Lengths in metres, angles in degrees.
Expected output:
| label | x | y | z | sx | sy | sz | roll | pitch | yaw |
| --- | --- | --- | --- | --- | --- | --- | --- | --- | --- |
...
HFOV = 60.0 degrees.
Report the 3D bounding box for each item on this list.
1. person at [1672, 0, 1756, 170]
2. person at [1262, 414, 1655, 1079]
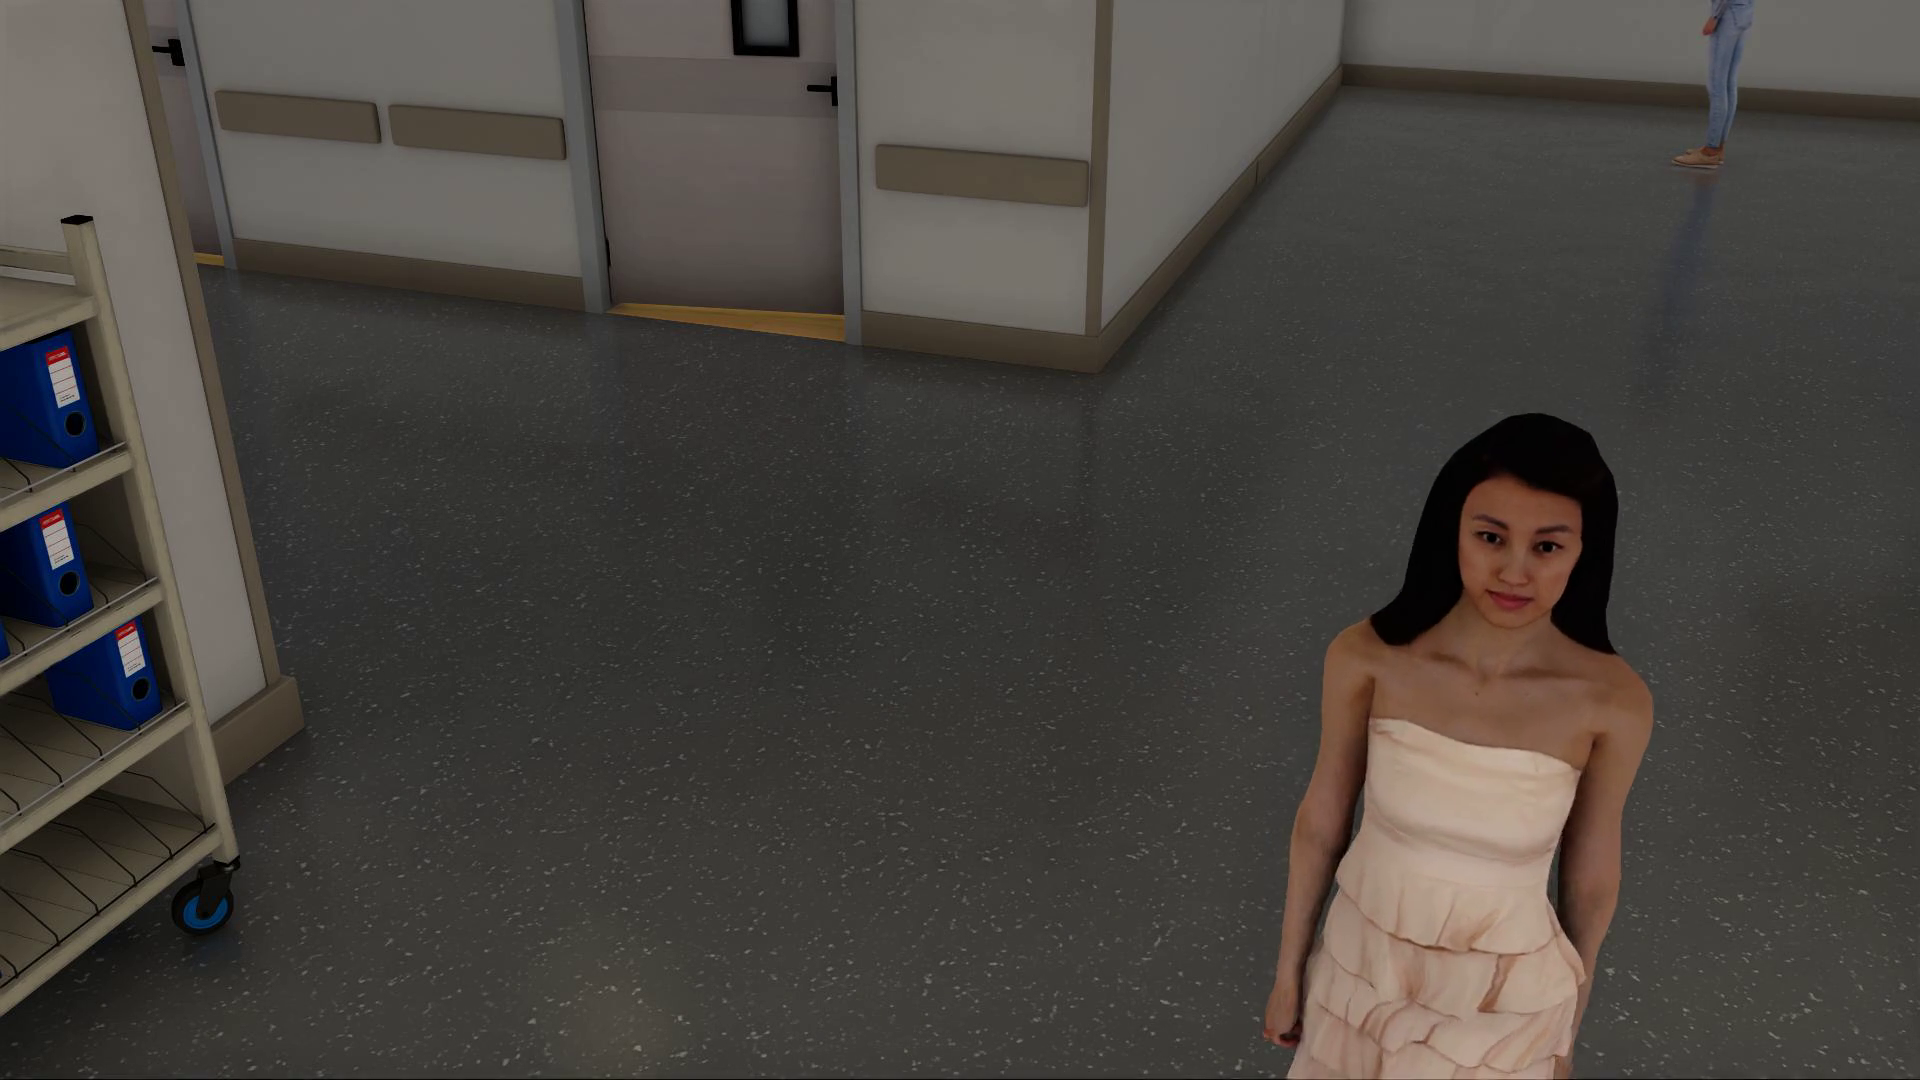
| label | x | y | z | sx | sy | sz | roll | pitch | yaw |
| --- | --- | --- | --- | --- | --- | --- | --- | --- | --- |
| person | 4.713 | -3.191 | 10.178 | 0.710 | 1.795 | 0.560 | 21 | 33 | 36 |
| person | 0.682 | 0.611 | 2.374 | 0.606 | 1.725 | 0.822 | 11 | 28 | 21 |
